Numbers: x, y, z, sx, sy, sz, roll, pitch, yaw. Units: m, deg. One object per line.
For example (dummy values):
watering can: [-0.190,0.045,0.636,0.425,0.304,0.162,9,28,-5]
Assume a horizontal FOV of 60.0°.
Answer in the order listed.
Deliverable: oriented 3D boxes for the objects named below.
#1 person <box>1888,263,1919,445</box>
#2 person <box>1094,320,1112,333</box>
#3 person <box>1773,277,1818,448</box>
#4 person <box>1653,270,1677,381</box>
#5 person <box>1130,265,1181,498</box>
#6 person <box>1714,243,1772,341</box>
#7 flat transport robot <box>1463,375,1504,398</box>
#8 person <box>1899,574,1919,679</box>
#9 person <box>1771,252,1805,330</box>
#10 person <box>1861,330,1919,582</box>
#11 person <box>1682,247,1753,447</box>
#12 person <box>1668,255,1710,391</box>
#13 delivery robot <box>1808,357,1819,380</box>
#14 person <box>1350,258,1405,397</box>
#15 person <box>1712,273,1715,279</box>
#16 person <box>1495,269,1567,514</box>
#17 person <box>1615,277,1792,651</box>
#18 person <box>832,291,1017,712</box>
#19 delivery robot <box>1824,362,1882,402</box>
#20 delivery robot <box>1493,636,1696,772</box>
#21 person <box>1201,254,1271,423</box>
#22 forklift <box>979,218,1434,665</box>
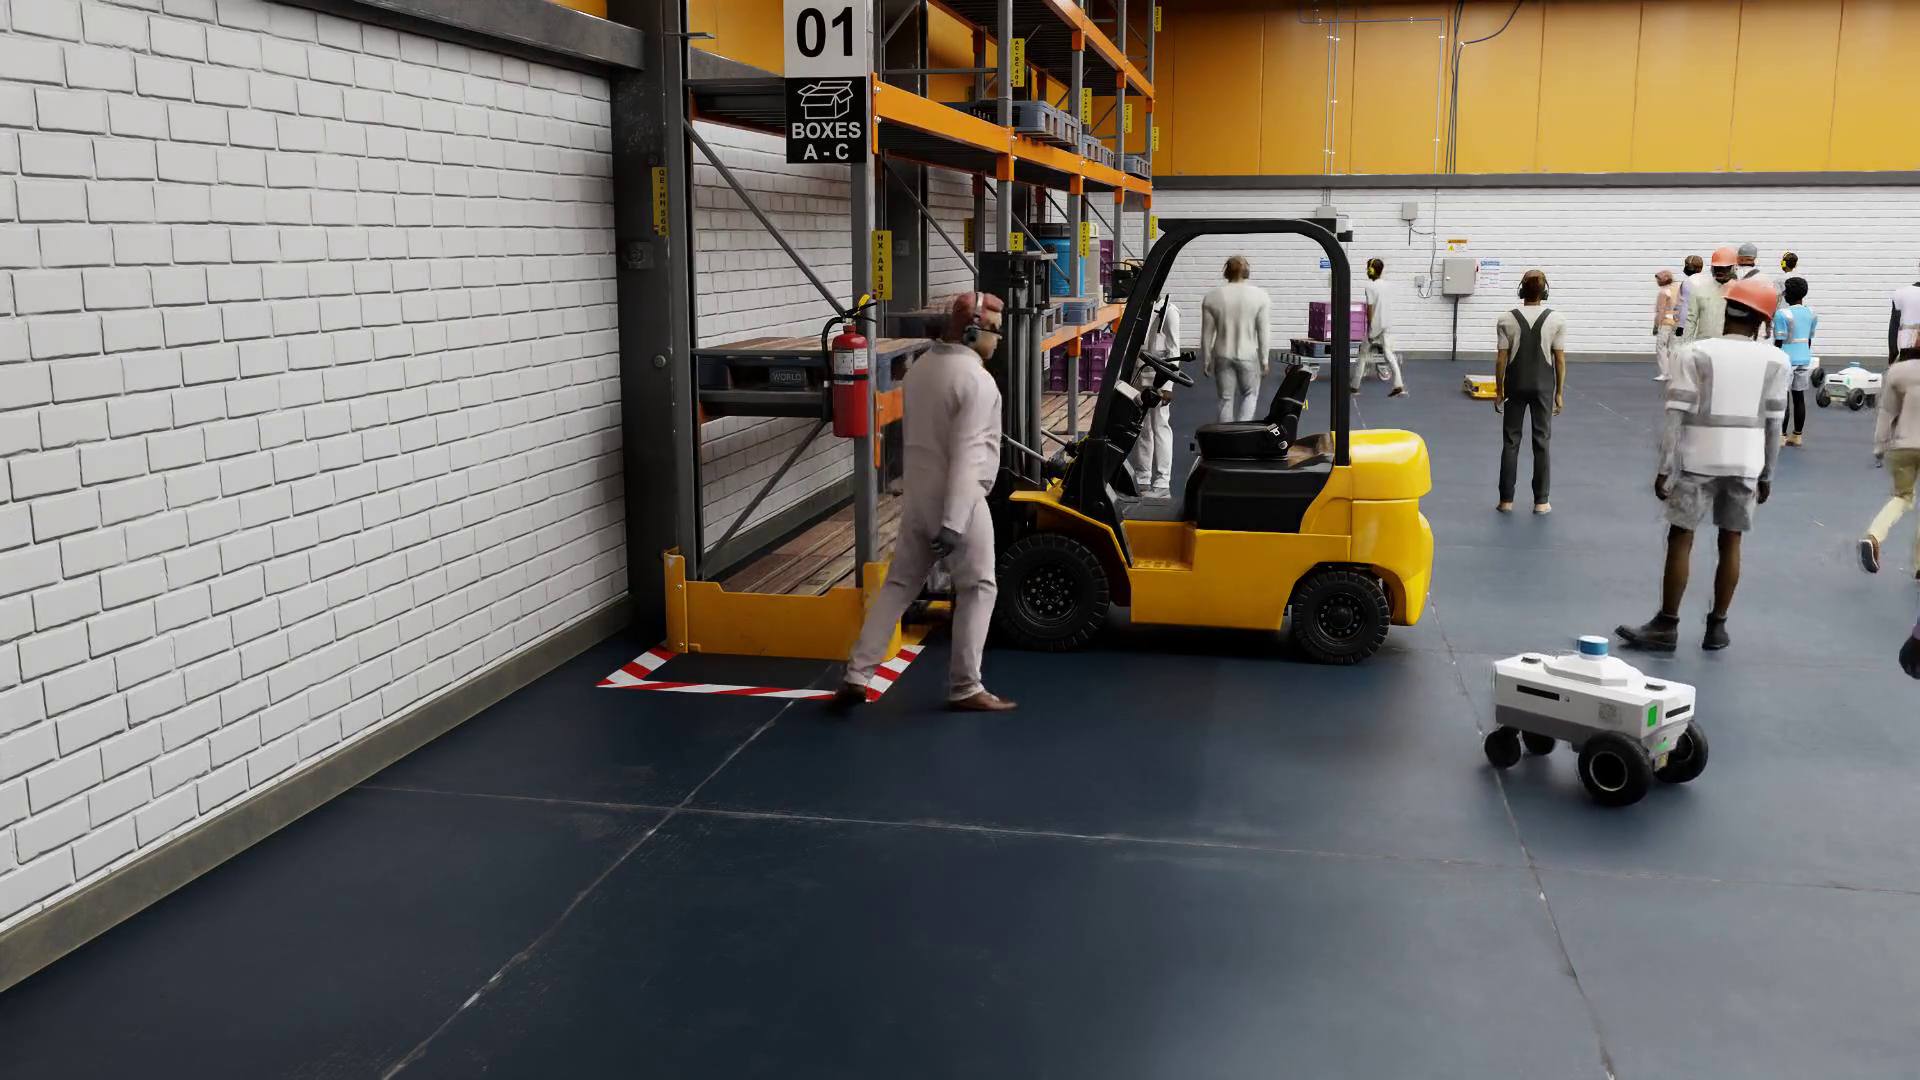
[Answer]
person: [9.583,-1.882,16.602,0.372,1.916,0.596,-9,14,-40]
person: [2.404,-3.727,27.314,0.539,1.698,0.319,-1,10,-7]
person: [8.236,-1.754,16.508,0.532,1.696,0.319,-5,11,-25]
person: [10.345,-3.140,24.348,0.328,1.609,0.644,9,14,40]
person: [1.514,-1.250,13.234,0.356,1.882,0.572,-6,12,-28]
person: [9.948,-2.768,21.120,0.712,2.000,0.861,8,13,38]
flat transport robot: [7.033,-2.023,21.890,0.652,0.197,1.431,2,11,11]
person: [3.171,0.271,4.883,0.668,1.888,0.423,-1,10,-3]
person: [11.909,-3.213,24.029,0.515,1.872,0.328,-2,11,-13]
person: [5.759,-0.529,10.017,0.504,1.615,0.528,-7,12,-34]
person: [7.465,-1.884,16.404,0.622,1.990,0.397,6,12,29]
person: [9.870,-2.923,22.517,0.621,1.845,0.429,-10,14,-43]
delivery robot: [11.632,-2.438,23.127,0.707,0.478,0.477,-8,13,-37]
person: [5.502,-2.787,21.863,0.533,1.819,0.989,-6,12,-30]
person: [11.819,-3.460,26.011,0.515,1.641,0.308,-1,10,-8]
person: [4.296,-1.111,12.574,0.507,1.846,0.346,4,11,19]
person: [3.756,-0.374,8.437,0.767,1.889,0.403,1,10,7]
person: [-0.153,-0.132,7.194,0.731,1.870,0.676,-7,12,-33]
delivery robot: [10.926,-1.927,20.329,0.707,0.478,0.477,-6,12,-28]
delivery robot: [2.424,0.613,6.403,0.477,0.478,0.707,-8,13,-39]
person: [2.557,-1.680,15.457,0.652,1.928,0.434,3,11,16]
forklift: [1.285,-0.567,8.635,2.313,2.155,1.214,2,11,11]
